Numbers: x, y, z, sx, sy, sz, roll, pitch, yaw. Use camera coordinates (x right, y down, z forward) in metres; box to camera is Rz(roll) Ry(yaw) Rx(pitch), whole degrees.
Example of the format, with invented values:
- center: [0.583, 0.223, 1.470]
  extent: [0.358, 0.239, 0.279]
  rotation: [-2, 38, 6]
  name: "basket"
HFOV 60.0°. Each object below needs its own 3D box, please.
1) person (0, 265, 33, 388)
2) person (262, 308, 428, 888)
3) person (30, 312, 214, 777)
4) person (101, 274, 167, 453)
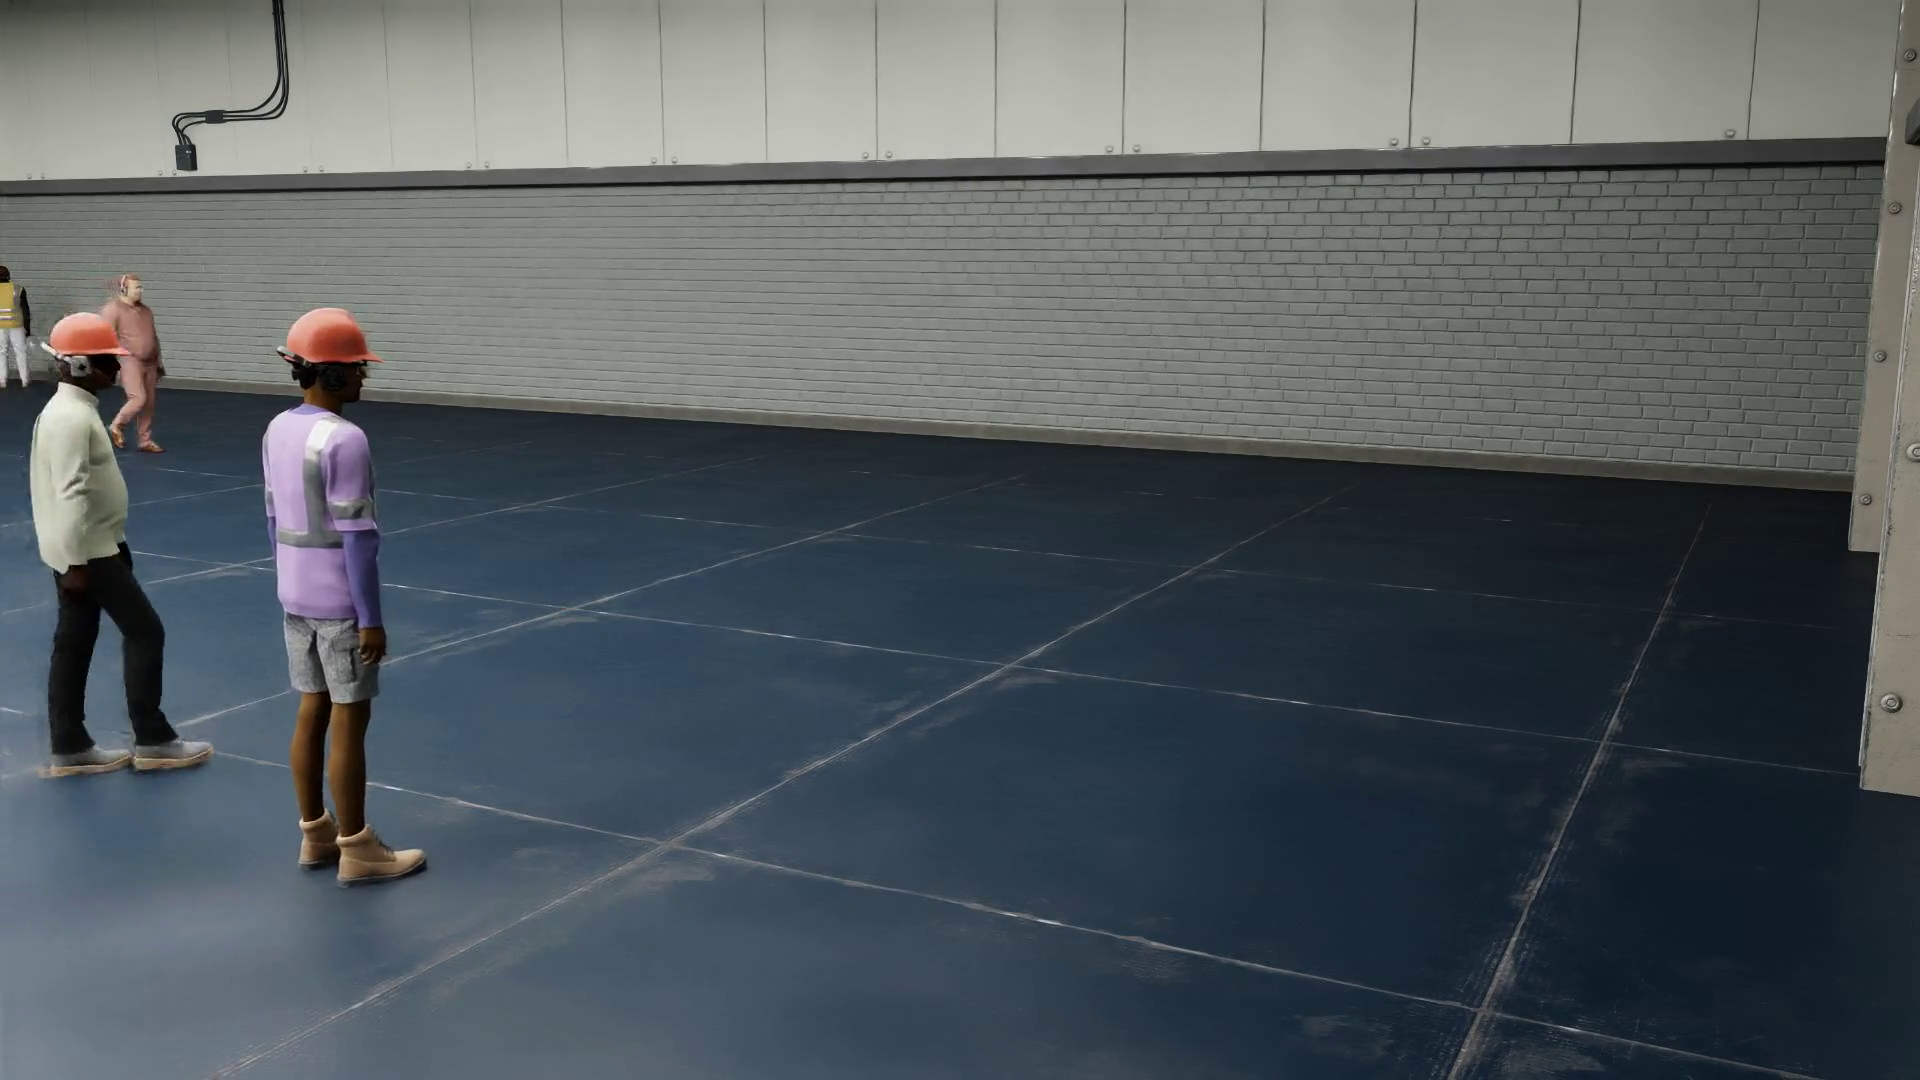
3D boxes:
- center: [-14.411, -3.225, 25.180]
  extent: [0.622, 1.843, 0.429]
  rotation: [-4, 11, -23]
  name: "person"
- center: [-2.212, 0.204, 5.922]
  extent: [0.609, 2.044, 0.396]
  rotation: [9, 14, 42]
  name: "person"
- center: [-3.569, 0.026, 7.081]
  extent: [0.777, 1.967, 0.654]
  rotation: [-6, 12, -29]
  name: "person"
- center: [-8.691, -1.847, 17.521]
  extent: [0.479, 1.891, 0.649]
  rotation: [2, 11, 12]
  name: "person"
